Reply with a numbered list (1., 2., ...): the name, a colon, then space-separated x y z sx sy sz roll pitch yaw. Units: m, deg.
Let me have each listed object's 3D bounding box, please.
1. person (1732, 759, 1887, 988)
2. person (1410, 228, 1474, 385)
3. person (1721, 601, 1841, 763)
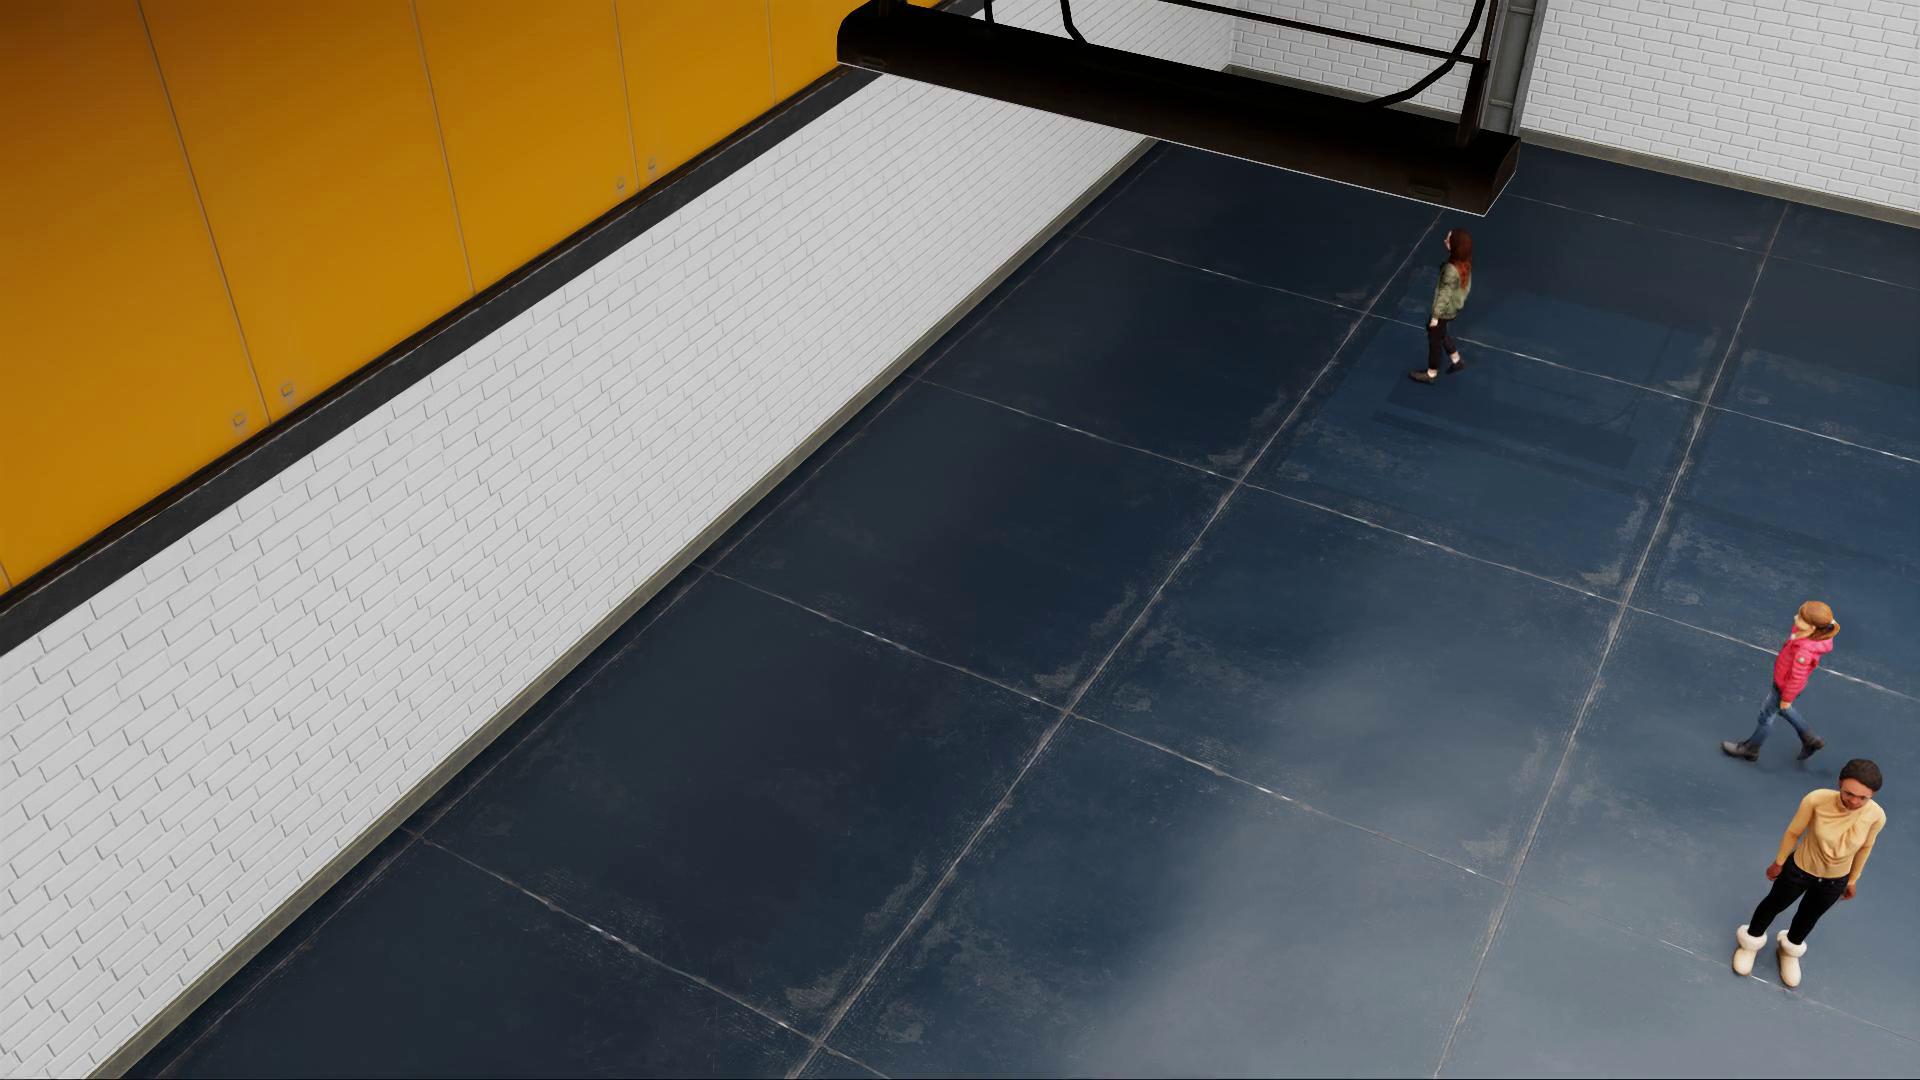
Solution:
1. person: 4.669 1.793 9.074 0.539 1.659 0.704 12 40 14
2. person: 4.125 -1.929 13.885 0.651 1.470 0.590 20 43 23
3. person: 5.276 0.925 10.446 0.796 1.302 0.540 17 42 20
